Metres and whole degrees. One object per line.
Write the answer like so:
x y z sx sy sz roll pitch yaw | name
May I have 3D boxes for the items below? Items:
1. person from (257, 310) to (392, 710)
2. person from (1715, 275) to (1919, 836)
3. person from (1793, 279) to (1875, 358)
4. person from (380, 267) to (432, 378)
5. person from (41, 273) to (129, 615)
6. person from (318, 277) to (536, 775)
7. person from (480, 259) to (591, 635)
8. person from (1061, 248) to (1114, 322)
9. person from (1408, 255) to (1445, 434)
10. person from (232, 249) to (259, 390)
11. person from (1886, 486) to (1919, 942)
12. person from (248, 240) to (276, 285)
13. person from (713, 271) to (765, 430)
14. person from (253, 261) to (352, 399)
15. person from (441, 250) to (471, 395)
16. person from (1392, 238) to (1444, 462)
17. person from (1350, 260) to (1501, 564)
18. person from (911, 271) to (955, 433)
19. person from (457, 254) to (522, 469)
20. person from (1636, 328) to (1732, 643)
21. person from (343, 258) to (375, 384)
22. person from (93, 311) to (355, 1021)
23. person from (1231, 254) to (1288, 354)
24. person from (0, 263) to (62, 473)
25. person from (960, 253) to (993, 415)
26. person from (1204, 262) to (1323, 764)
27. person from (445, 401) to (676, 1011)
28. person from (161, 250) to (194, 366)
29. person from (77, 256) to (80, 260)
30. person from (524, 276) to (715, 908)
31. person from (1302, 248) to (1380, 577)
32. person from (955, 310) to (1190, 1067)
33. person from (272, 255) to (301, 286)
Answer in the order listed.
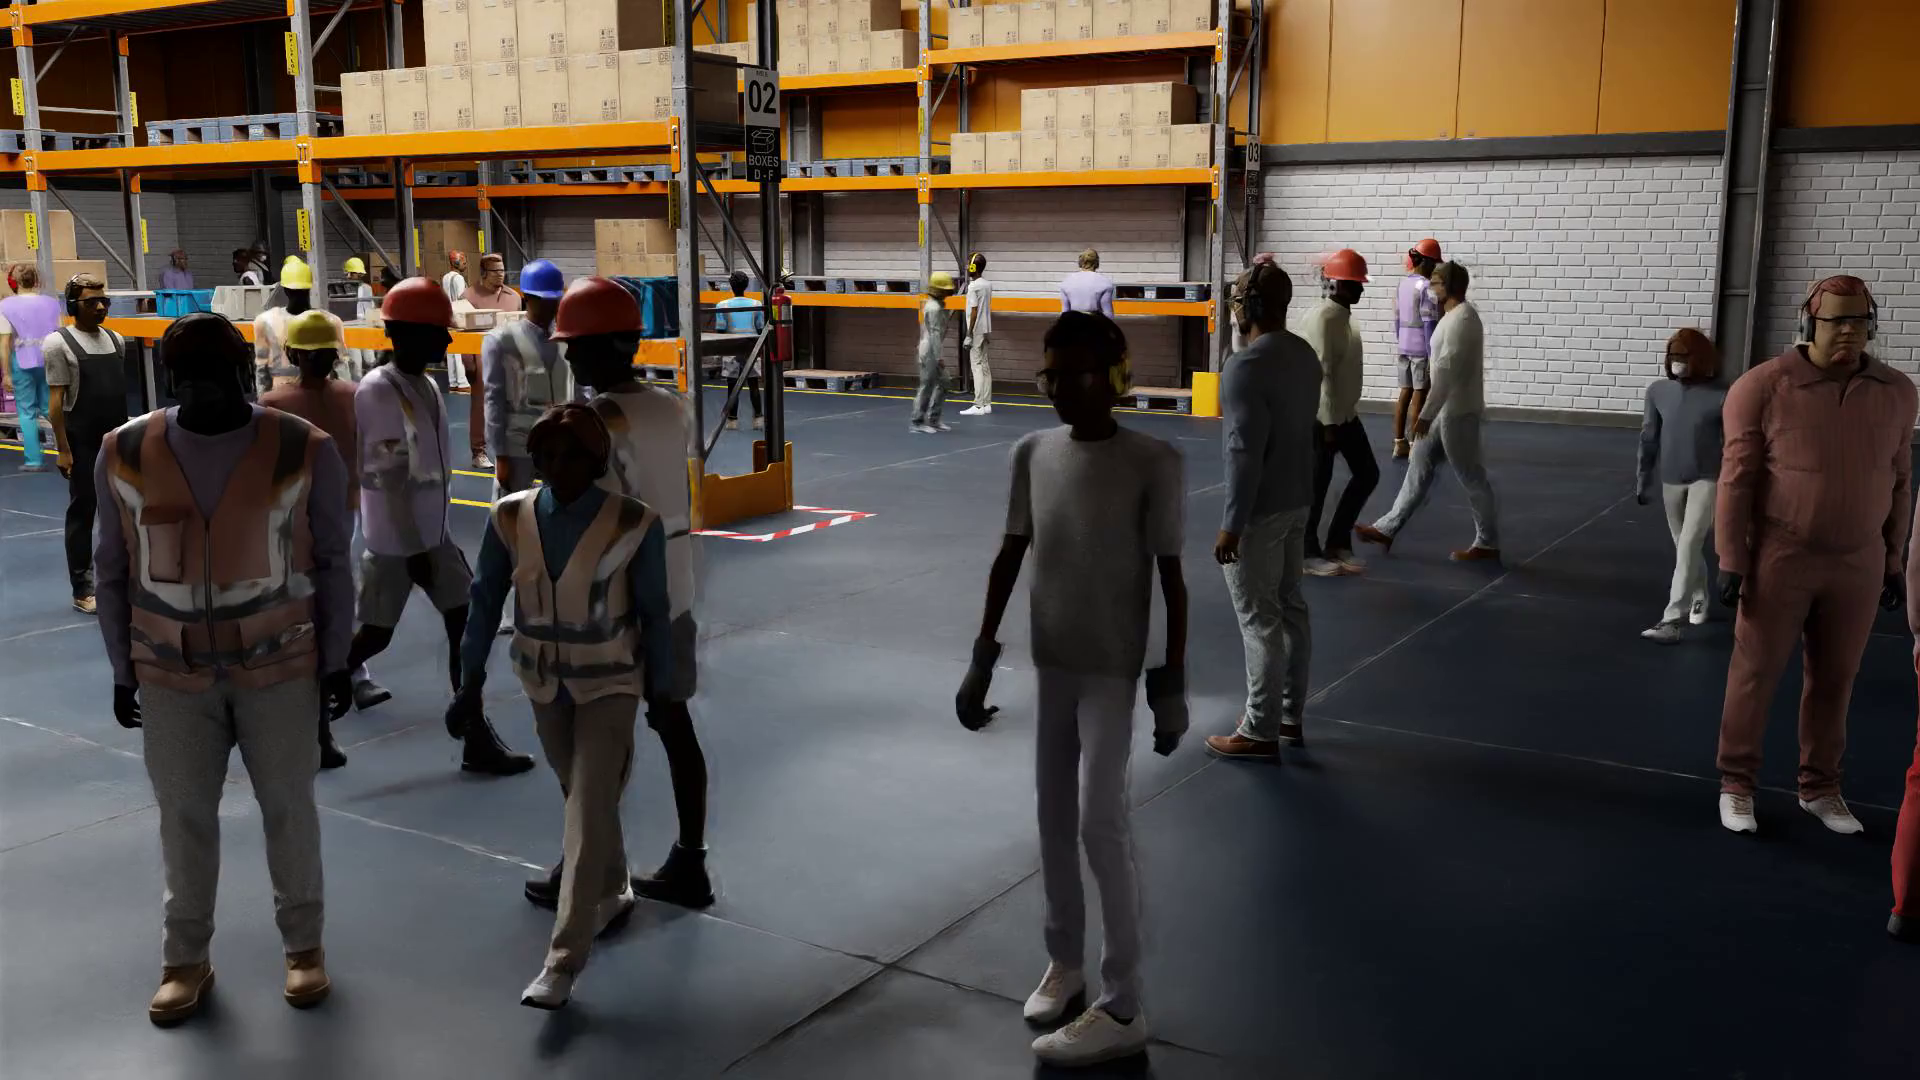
-2.734 -0.131 7.239 0.898 1.718 0.539 7 13 36 | person
2.898 0.067 5.634 0.652 1.906 0.403 0 10 2 | person
5.528 -0.778 10.696 0.598 1.769 1.005 -4 11 -22 | person
-7.608 -2.862 22.535 0.817 1.668 0.537 -4 11 -21 | person
-4.714 -0.526 9.083 0.329 1.844 0.517 3 11 18 | person
-2.145 -0.040 6.277 0.965 1.900 0.551 2 10 11 | person
-2.178 -0.486 8.658 0.620 1.940 0.417 -10 14 -43 | person
1.436 -2.310 18.739 0.629 1.932 0.360 5 11 26 | person
4.518 -1.804 15.901 0.643 1.941 0.489 -7 12 -33 | person
-9.588 -2.953 22.384 0.479 1.898 0.617 -4 11 -22 | person
2.870 0.320 4.610 0.304 1.770 0.533 -3 11 -17 | person
-11.349 -3.871 27.079 0.537 2.000 0.675 -1 10 -7 | person
-2.346 -2.001 17.705 0.571 1.690 0.344 -3 11 -18 | person
-4.550 -0.988 11.571 0.604 1.869 0.997 -5 11 -26 | person
-6.599 -2.857 21.890 0.354 1.886 0.573 -8 13 -39 | person
4.209 -1.728 15.225 0.384 2.035 0.605 -3 11 -15 | person
2.967 -0.792 10.437 0.990 1.892 0.636 2 10 10 | person
-0.282 -1.945 17.338 0.527 1.694 0.516 2 10 9 | person
-4.146 -1.589 14.845 0.395 1.899 0.637 9 13 40 | person
3.767 -0.290 8.511 0.864 1.583 0.543 -8 13 -38 | person
-7.467 -2.566 20.490 0.613 1.811 0.614 7 12 33 | person
-1.910 0.329 4.360 0.624 1.845 0.430 -3 11 -14 | person
2.921 -1.792 16.019 0.721 1.894 0.424 -6 12 -31 | person
-7.981 -1.477 14.396 0.607 1.832 0.569 5 12 28 | person
0.191 -2.385 19.314 0.328 1.873 0.520 5 11 25 | person
1.182 -0.101 6.472 0.366 1.938 0.630 7 13 36 | person
-1.079 0.425 4.506 0.555 1.587 0.887 3 11 15 | person
-12.333 -3.655 26.400 1.012 1.854 0.670 3 11 14 | person
-11.683 -2.848 21.955 0.429 1.846 0.629 -3 11 -17 | person
-1.051 0.175 5.028 0.701 1.912 0.570 5 12 27 | person
2.268 -0.738 9.900 0.594 1.966 0.635 7 13 35 | person
0.284 0.360 4.182 0.530 1.847 0.499 9 14 41 | person
-8.025 -2.512 20.116 0.586 1.837 0.403 -10 14 -43 | person
